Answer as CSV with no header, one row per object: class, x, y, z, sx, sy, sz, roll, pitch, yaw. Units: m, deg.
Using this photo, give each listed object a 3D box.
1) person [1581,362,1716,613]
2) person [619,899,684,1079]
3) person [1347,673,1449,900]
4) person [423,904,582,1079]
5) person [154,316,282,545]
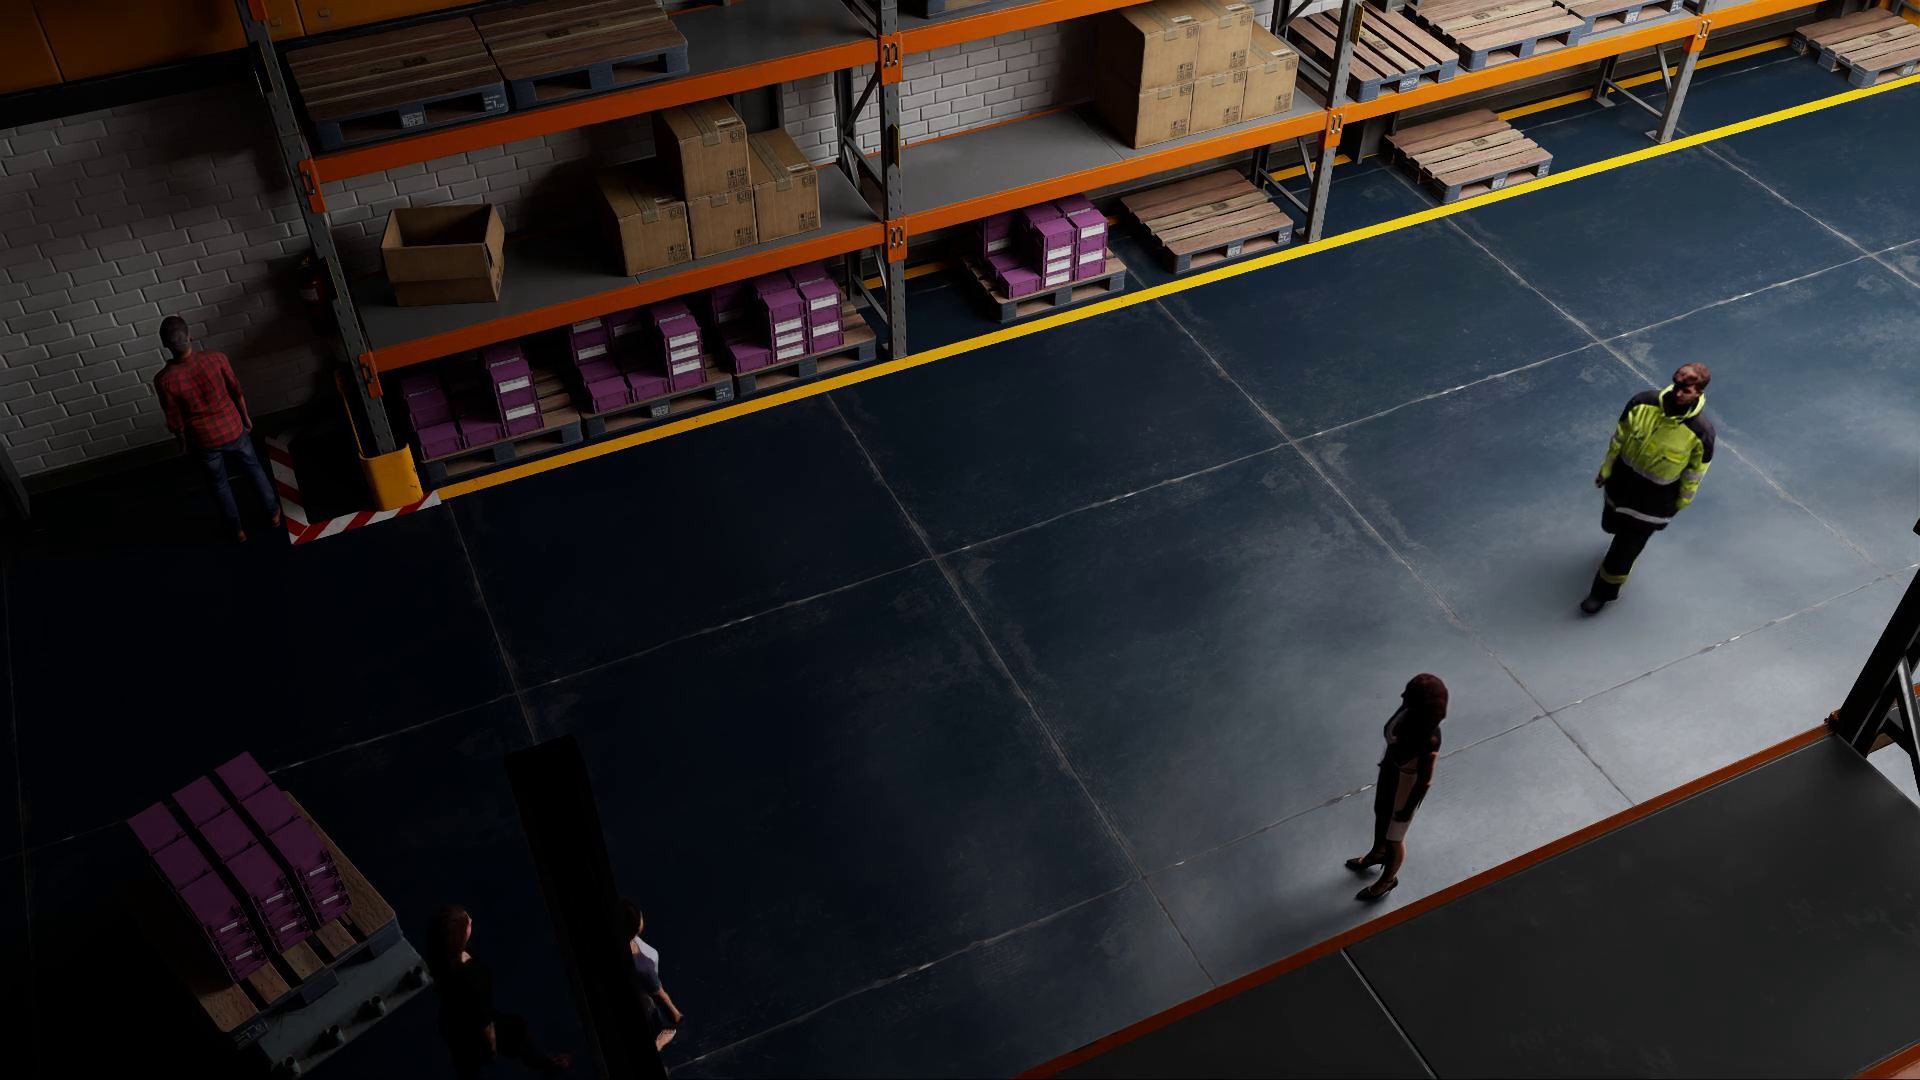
person,4.567,-0.425,10.972,1.243,1.954,0.990,-32,52,-29
person,-1.691,2.352,8.353,0.694,1.547,0.746,31,51,28
person,2.432,1.366,9.207,0.615,1.796,0.649,-2,44,-2
person,-2.457,2.452,8.156,0.864,1.673,1.052,31,52,28
person,-5.117,-0.758,11.412,0.568,1.831,0.788,-28,50,-26
